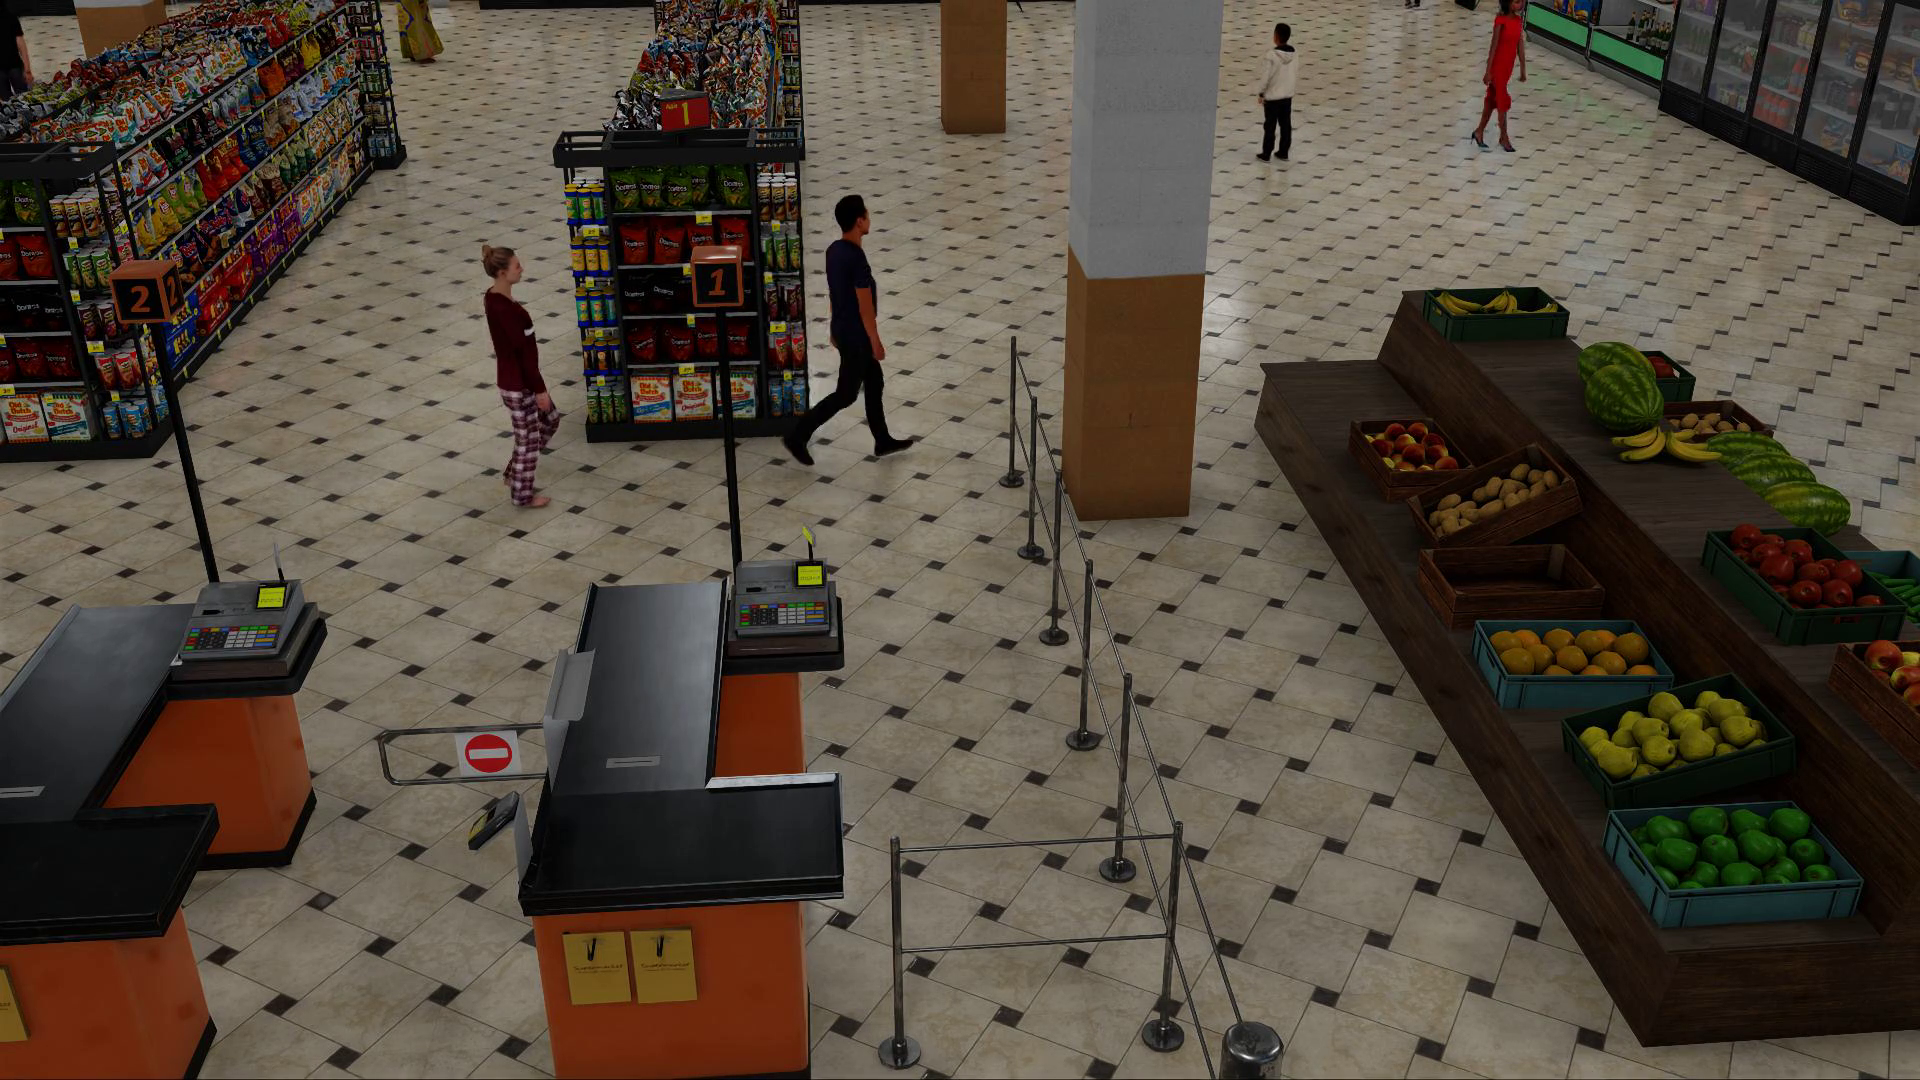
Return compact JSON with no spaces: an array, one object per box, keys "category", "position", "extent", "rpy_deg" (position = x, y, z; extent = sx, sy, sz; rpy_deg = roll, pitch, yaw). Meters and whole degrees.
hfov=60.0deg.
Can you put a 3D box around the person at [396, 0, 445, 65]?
[{"category":"person","position":[-7.515,-7.405,22.802],"extent":[1.062,1.660,0.978],"rpy_deg":[-23,35,-38]}]

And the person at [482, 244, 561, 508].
[{"category":"person","position":[-2.740,-0.919,10.069],"extent":[0.740,1.609,0.622],"rpy_deg":[-8,28,-16]}]

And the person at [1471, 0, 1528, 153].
[{"category":"person","position":[5.893,-5.184,18.355],"extent":[0.871,1.720,0.993],"rpy_deg":[-19,32,-33]}]

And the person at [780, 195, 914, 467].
[{"category":"person","position":[-0.768,-1.276,10.613],"extent":[0.891,1.752,1.141],"rpy_deg":[-8,28,-15]}]

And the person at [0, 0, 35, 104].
[{"category":"person","position":[-10.455,-5.194,18.260],"extent":[0.689,1.824,0.681],"rpy_deg":[-8,28,-16]}]

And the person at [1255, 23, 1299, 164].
[{"category":"person","position":[3.439,-4.812,17.921],"extent":[0.647,1.451,0.603],"rpy_deg":[-10,29,-19]}]

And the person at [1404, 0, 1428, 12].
[{"category":"person","position":[7.389,-9.383,26.739],"extent":[0.704,1.627,0.579],"rpy_deg":[-15,31,-28]}]
